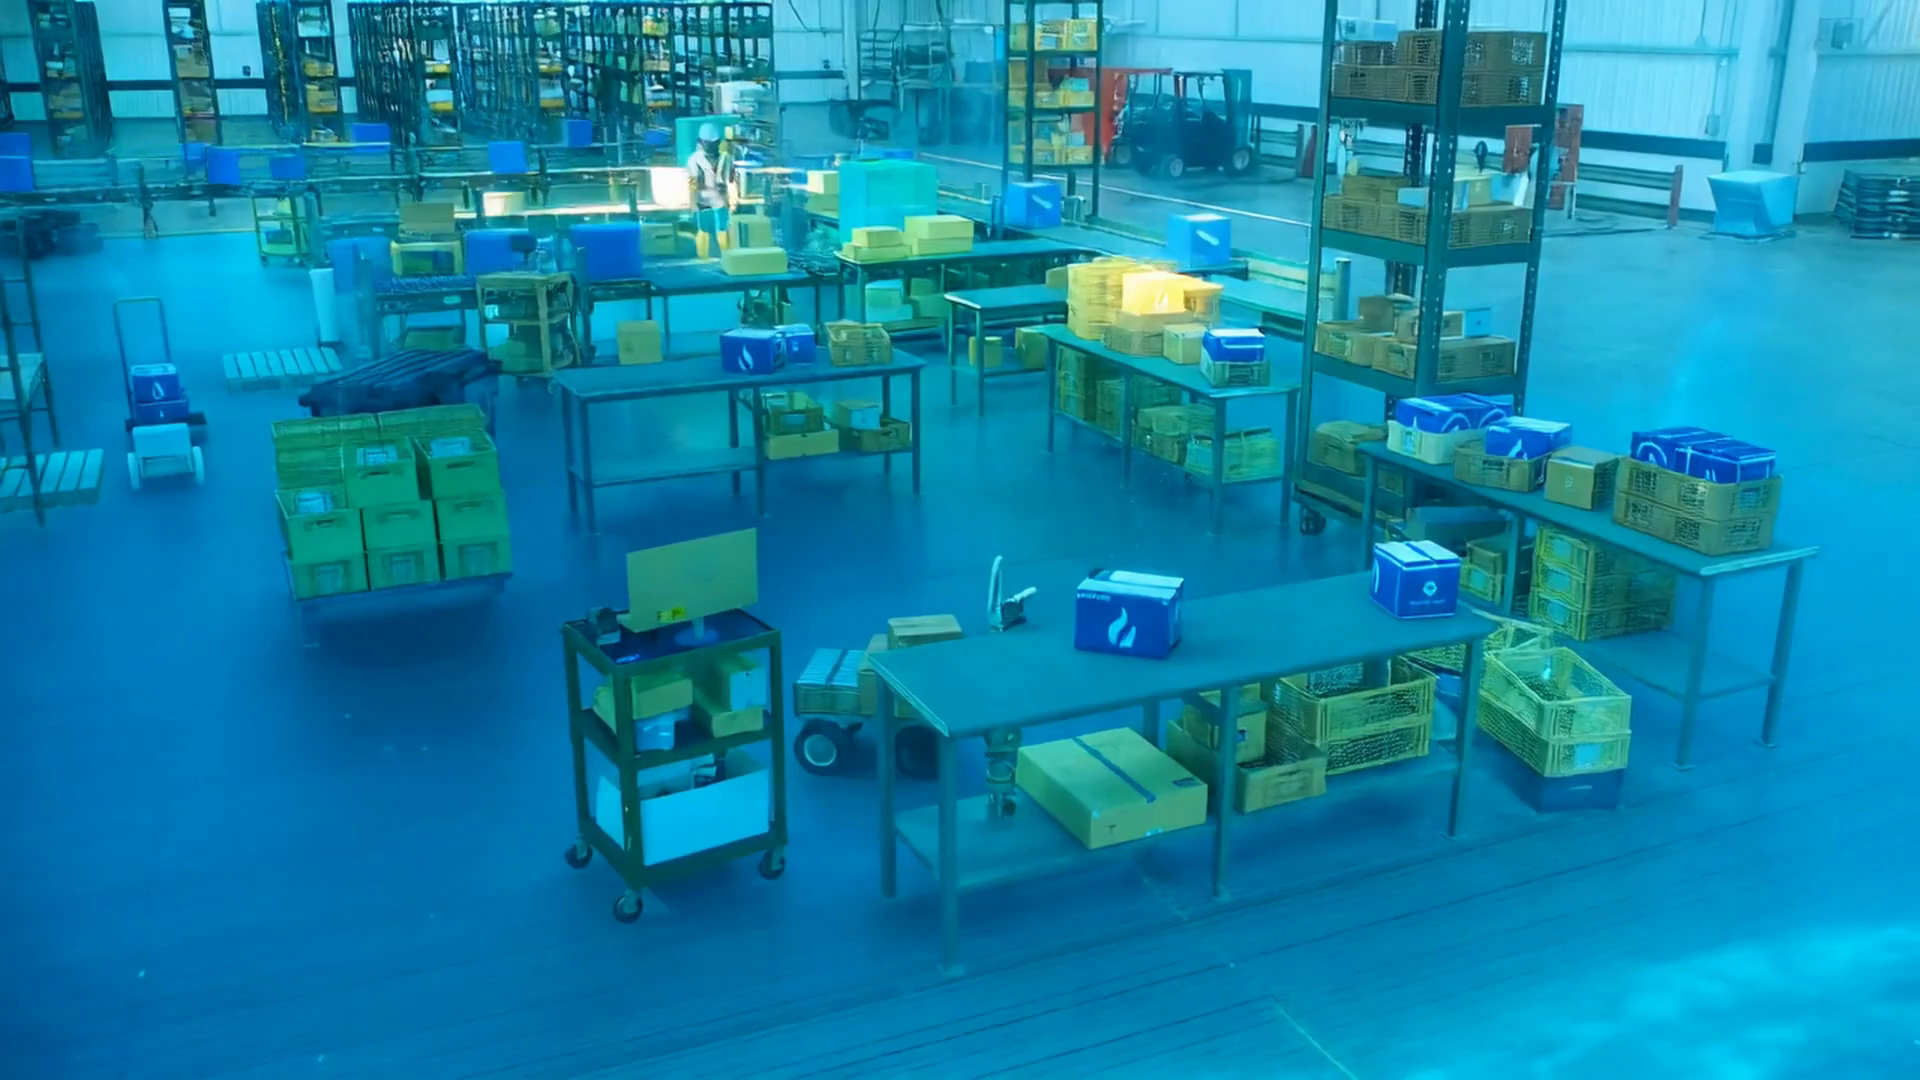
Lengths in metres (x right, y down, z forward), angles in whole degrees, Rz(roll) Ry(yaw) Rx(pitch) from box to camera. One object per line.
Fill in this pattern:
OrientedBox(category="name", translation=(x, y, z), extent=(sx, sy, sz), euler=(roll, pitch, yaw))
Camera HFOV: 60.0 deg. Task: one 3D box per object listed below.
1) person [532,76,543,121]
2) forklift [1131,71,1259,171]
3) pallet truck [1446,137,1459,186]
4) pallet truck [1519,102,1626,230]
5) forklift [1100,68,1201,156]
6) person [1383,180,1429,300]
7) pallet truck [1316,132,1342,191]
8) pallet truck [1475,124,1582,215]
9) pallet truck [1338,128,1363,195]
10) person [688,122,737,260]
OrientedBox(category="person", translation=(-11.686, -12.070, 46.042), extent=(0.381, 1.841, 0.566), euler=(-7, 19, -20))
OrientedBox(category="forklift", translation=(4.998, -8.936, 35.413), extent=(2.680, 1.987, 1.157), euler=(-9, 20, -25))
OrientedBox(category="pallet truck", translation=(9.184, -6.485, 29.328), extent=(1.630, 1.274, 0.653), euler=(-8, 19, -23))
OrientedBox(category="pallet truck", translation=(9.972, -6.037, 26.785), extent=(1.885, 1.965, 0.823), euler=(-9, 20, -25))
OrientedBox(category="forklift", translation=(4.082, -9.564, 37.410), extent=(2.680, 1.987, 1.157), euler=(-8, 19, -23))
OrientedBox(category="person", translation=(4.303, -2.503, 15.895), extent=(0.731, 1.845, 0.997), euler=(16, 24, 42))
OrientedBox(category="pallet truck", translation=(7.723, -7.504, 32.656), extent=(1.601, 1.201, 0.680), euler=(-8, 19, -23))
OrientedBox(category="pallet truck", translation=(9.707, -6.455, 28.103), extent=(1.885, 1.965, 0.823), euler=(-7, 19, -20))
OrientedBox(category="pallet truck", translation=(7.845, -7.140, 31.411), extent=(1.522, 1.261, 0.704), euler=(-9, 20, -25))
OrientedBox(category="person", translation=(-3.118, -4.246, 21.075), extent=(0.614, 2.038, 0.396), euler=(-8, 19, -24))
